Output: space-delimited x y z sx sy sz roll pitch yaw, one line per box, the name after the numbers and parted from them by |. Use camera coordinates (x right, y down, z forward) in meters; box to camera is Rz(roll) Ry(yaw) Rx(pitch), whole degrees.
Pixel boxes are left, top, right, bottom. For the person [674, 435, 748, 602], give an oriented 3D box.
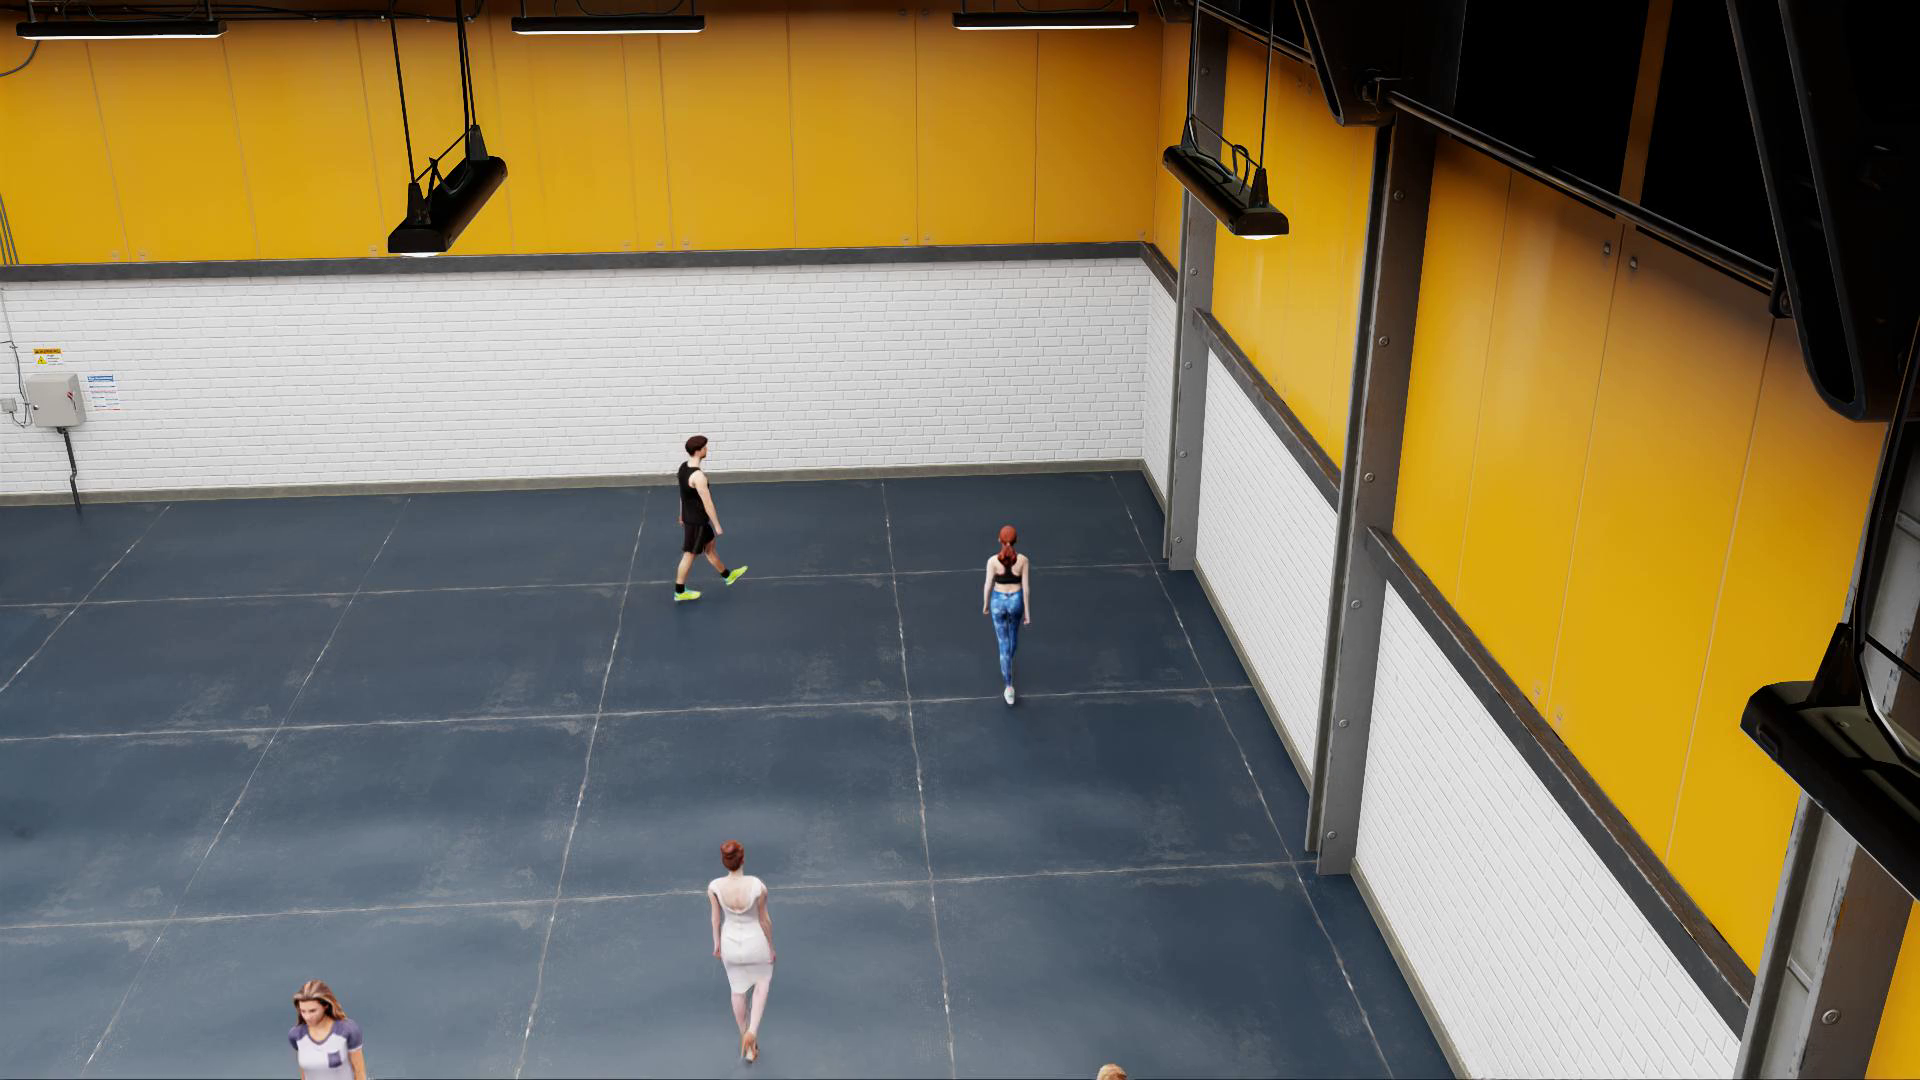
-2.942 -0.192 18.014 1.053 1.845 1.177 -12 26 -26 | person

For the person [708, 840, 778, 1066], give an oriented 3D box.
-1.478 2.826 11.189 0.669 1.781 0.757 3 24 6 | person

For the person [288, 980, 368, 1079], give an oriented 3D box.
-3.728 3.343 10.106 0.675 1.702 1.056 0 24 0 | person

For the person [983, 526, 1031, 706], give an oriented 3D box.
0.463 0.749 15.981 0.580 1.748 1.090 -2 24 -4 | person
